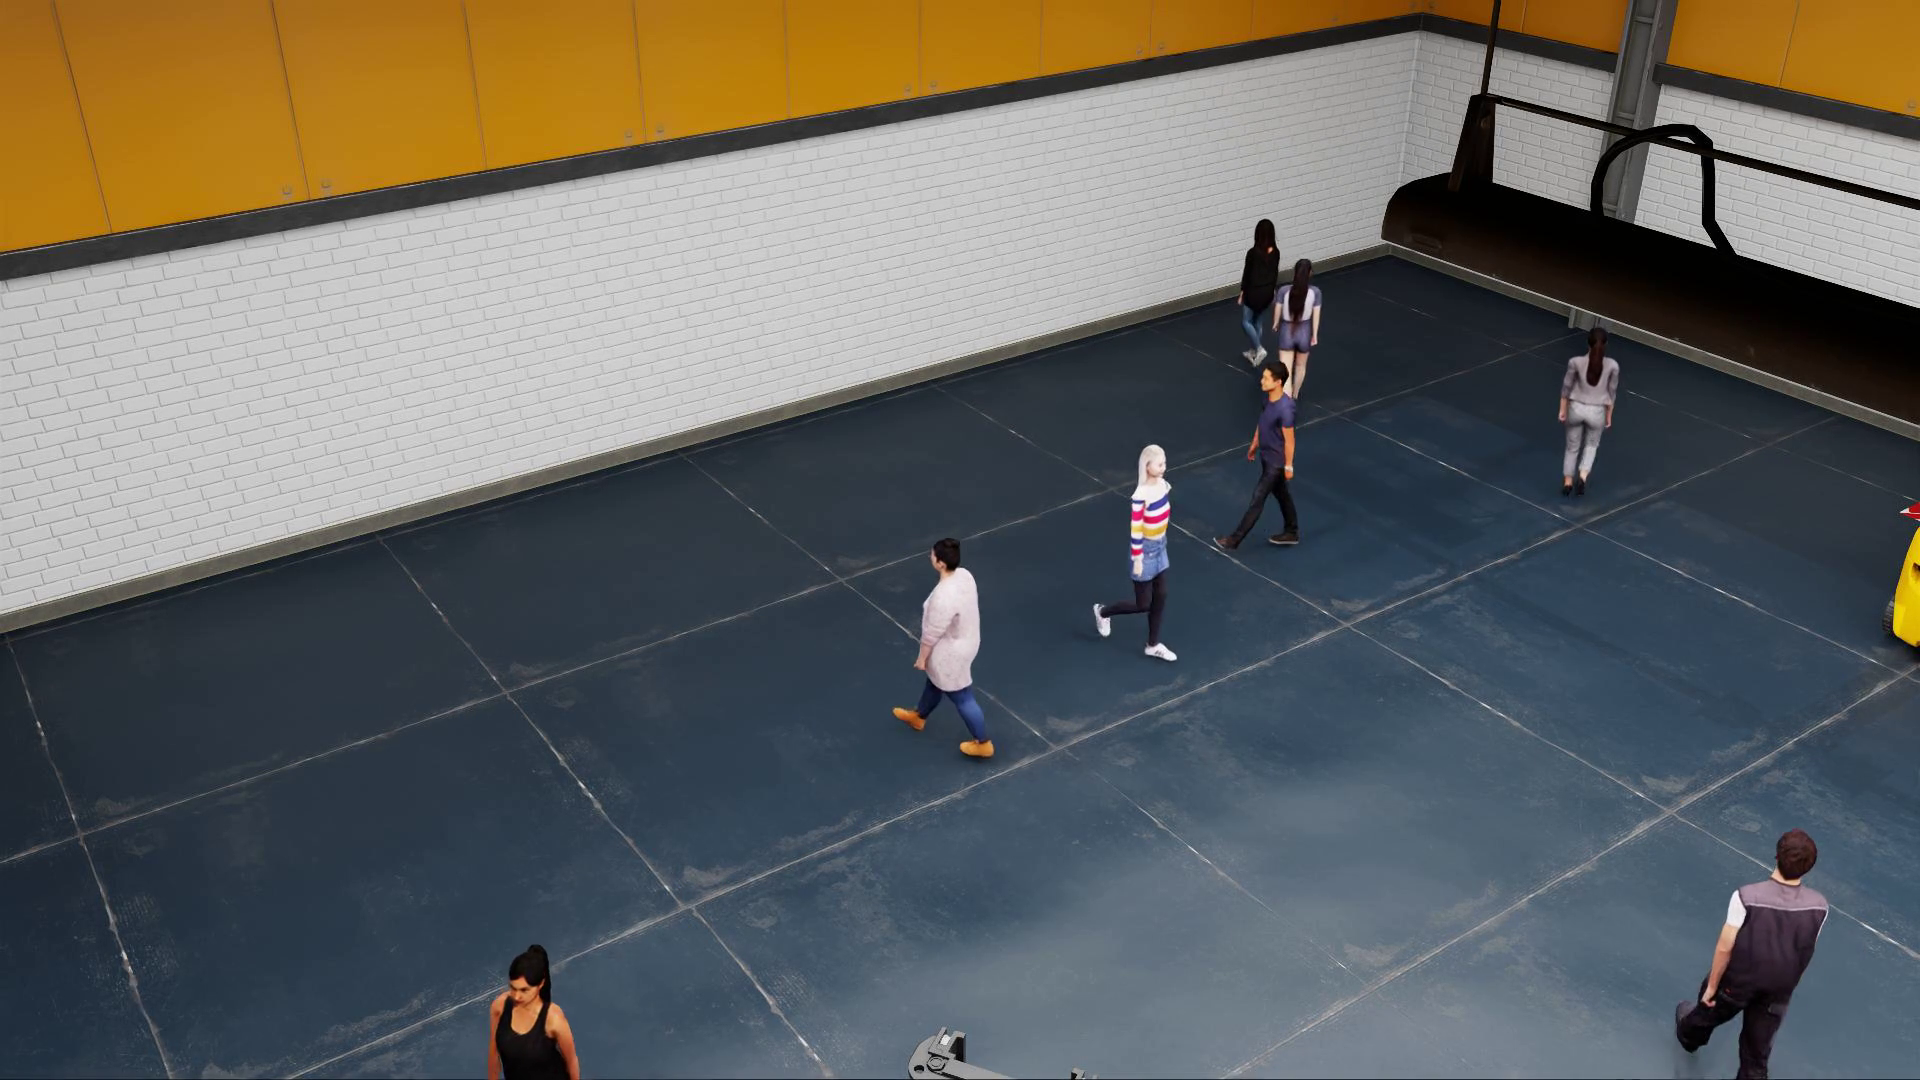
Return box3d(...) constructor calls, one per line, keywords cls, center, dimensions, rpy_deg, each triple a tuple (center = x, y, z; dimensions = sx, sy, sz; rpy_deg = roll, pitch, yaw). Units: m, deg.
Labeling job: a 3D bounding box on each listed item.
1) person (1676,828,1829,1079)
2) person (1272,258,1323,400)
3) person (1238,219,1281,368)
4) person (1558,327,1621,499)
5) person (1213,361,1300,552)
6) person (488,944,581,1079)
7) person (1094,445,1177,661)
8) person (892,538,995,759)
box3d(cls="person", center=(4.150, 2.369, 8.620), dimensions=(1.152, 1.808, 1.194), rpy_deg=(5, 29, 9))
box3d(cls="person", center=(3.404, -2.004, 16.834), dimensions=(0.931, 1.619, 1.040), rpy_deg=(1, 29, 2))
box3d(cls="person", center=(3.248, -2.636, 17.976), dimensions=(0.711, 1.634, 0.894), rpy_deg=(-9, 30, -16))
box3d(cls="person", center=(5.691, -1.105, 15.134), dimensions=(0.764, 1.668, 0.835), rpy_deg=(10, 30, 18))
box3d(cls="person", center=(2.793, -0.698, 14.301), dimensions=(1.036, 1.751, 1.115), rpy_deg=(-5, 29, -8))
box3d(cls="person", center=(-2.067, 2.655, 8.287), dimensions=(1.097, 1.624, 1.033), rpy_deg=(11, 30, 19))
box3d(cls="person", center=(1.378, 0.092, 12.808), dimensions=(1.047, 1.794, 0.841), rpy_deg=(19, 34, 31))
box3d(cls="person", center=(0.011, 0.788, 11.632), dimensions=(1.205, 1.698, 1.043), rpy_deg=(12, 31, 20))
